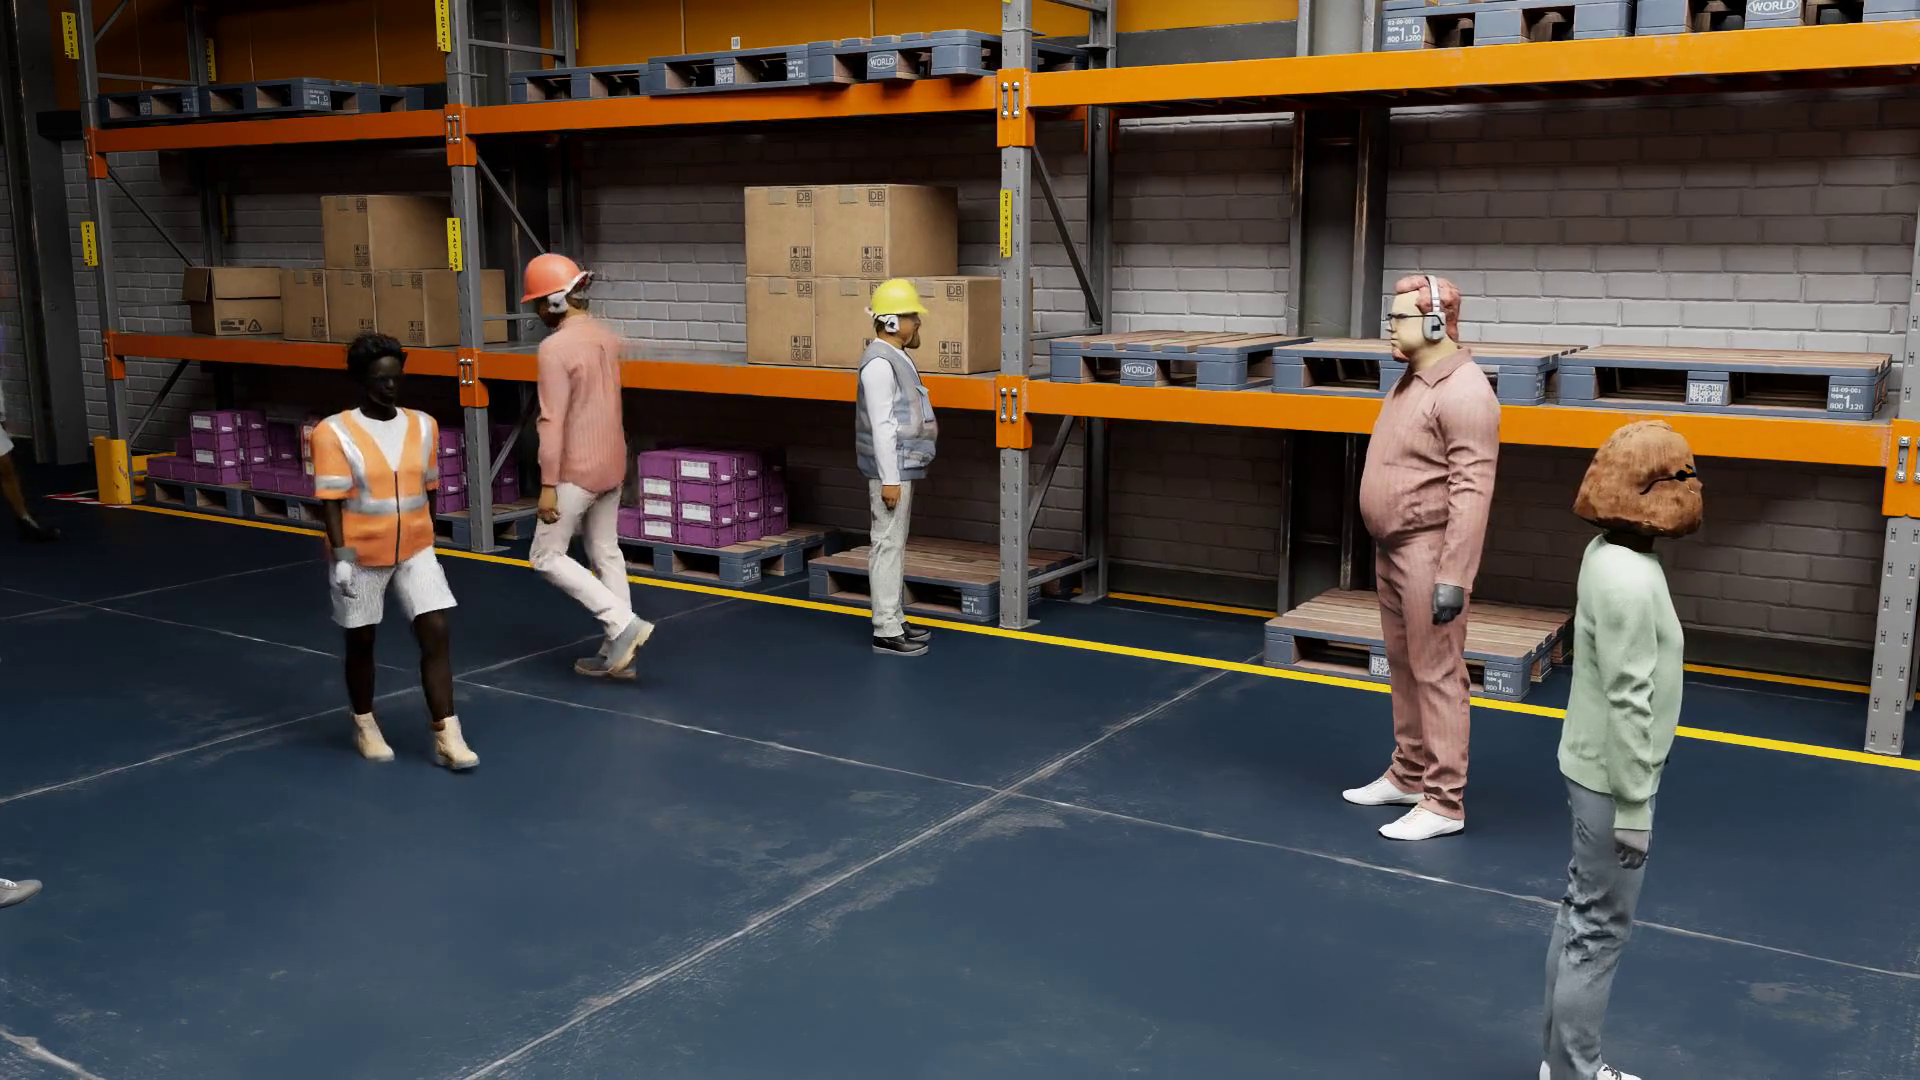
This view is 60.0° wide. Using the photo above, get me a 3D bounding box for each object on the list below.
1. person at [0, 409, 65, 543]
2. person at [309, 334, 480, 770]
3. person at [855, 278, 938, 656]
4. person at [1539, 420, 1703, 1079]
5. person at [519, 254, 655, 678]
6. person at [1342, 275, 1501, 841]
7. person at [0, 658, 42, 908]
[{"bbox_3d":[-6.361,-0.847,10.769,0.523,1.897,0.724,3,11,16],"label":"person"},{"bbox_3d":[-2.138,0.067,6.280,0.538,1.667,0.754,-9,14,-41],"label":"person"},{"bbox_3d":[-0.309,-0.359,8.190,0.404,1.836,0.587,1,10,3],"label":"person"},{"bbox_3d":[1.478,0.546,3.725,0.272,1.636,0.507,3,11,16],"label":"person"},{"bbox_3d":[-1.698,-0.297,7.495,0.531,1.958,0.721,3,11,14],"label":"person"},{"bbox_3d":[1.553,0.062,5.663,0.403,1.906,0.651,-1,10,-5],"label":"person"},{"bbox_3d":[-3.116,0.224,4.924,0.571,1.846,0.382,3,11,18],"label":"person"}]
